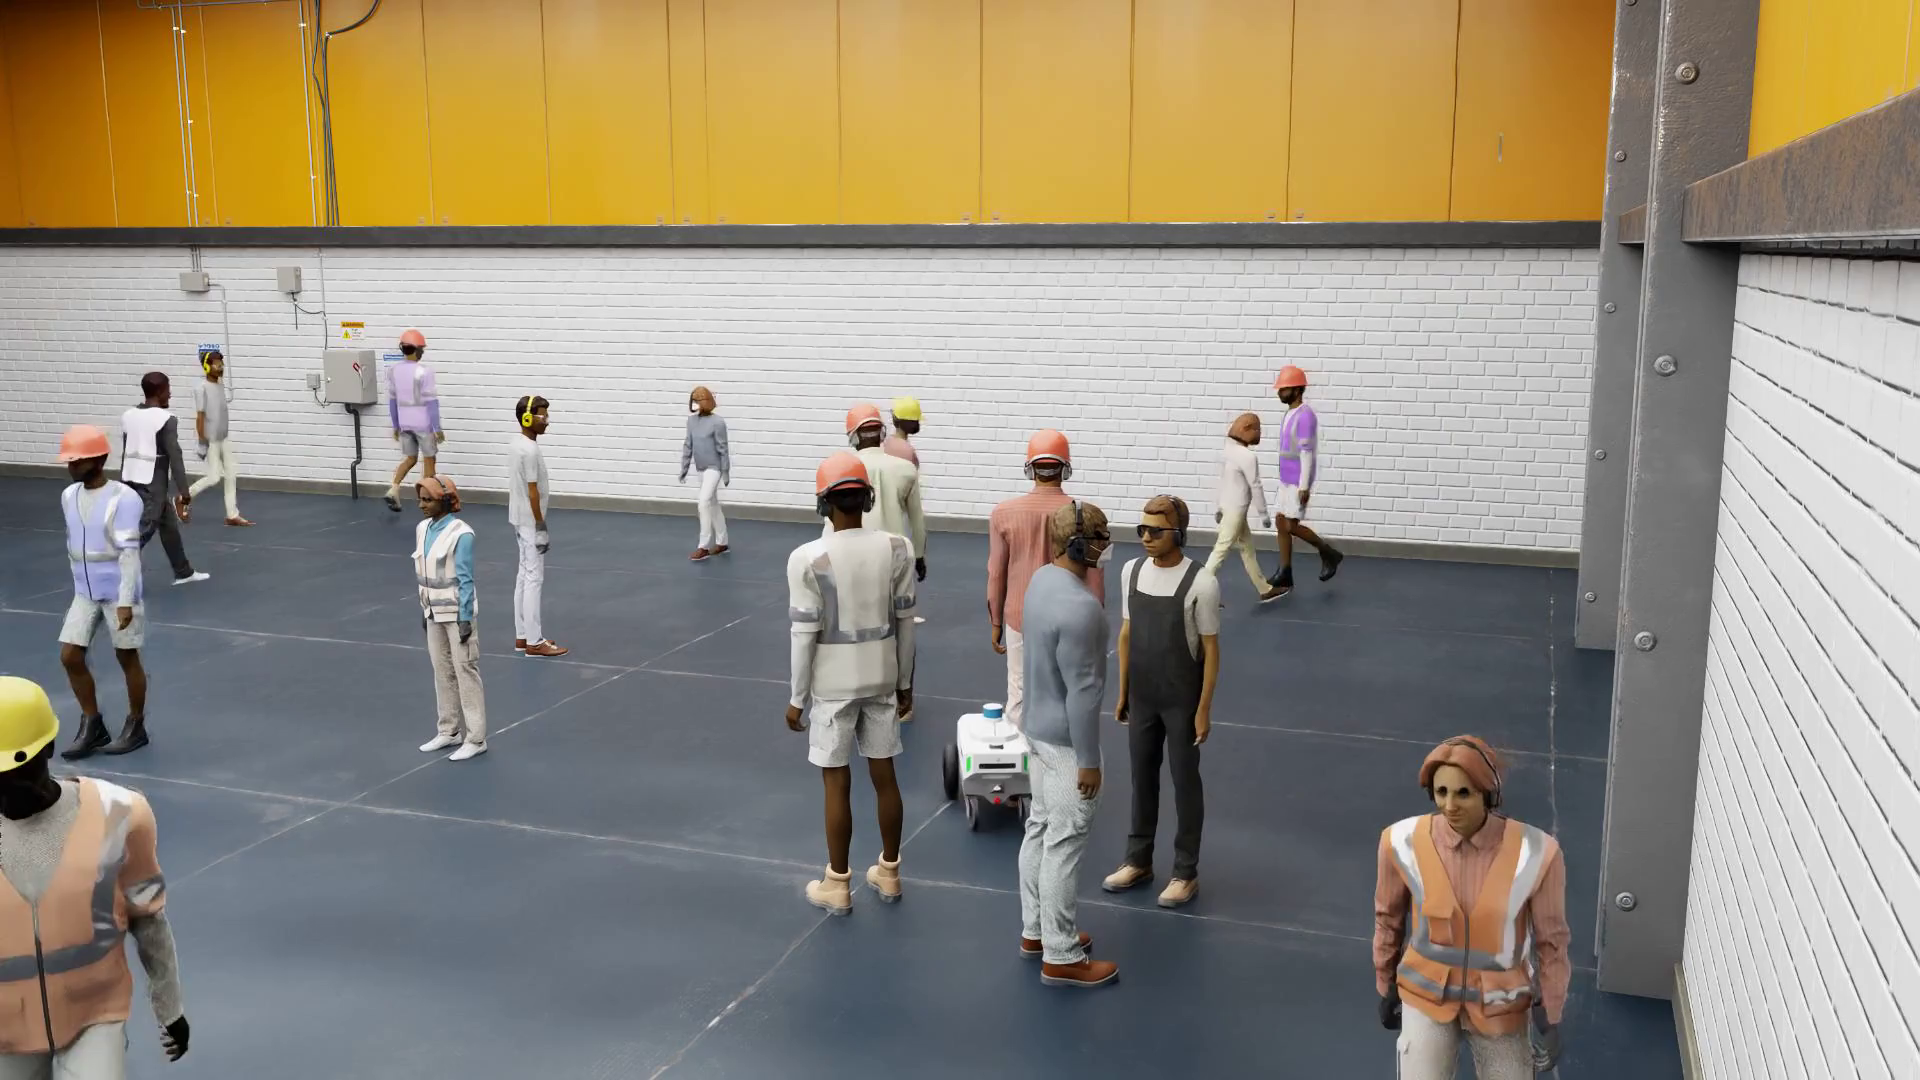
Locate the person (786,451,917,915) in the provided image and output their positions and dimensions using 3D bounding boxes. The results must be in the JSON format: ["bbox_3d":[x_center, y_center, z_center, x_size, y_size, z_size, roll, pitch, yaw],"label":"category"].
[{"bbox_3d":[-0.488,0.627,7.311,0.605,2.034,0.392,-6,12,-29],"label":"person"}]

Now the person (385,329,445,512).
[{"bbox_3d":[-5.868,-1.258,17.935,0.629,2.027,0.703,5,11,25],"label":"person"}]

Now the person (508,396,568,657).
[{"bbox_3d":[-3.048,-0.100,11.884,0.330,1.865,0.518,-5,11,-27],"label":"person"}]

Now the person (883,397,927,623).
[{"bbox_3d":[-0.449,-0.230,12.950,0.345,1.754,0.579,-4,11,-23],"label":"person"}]

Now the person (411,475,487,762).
[{"bbox_3d":[-2.922,0.439,9.506,0.504,1.631,0.311,9,13,41],"label":"person"}]

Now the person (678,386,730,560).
[{"bbox_3d":[-2.415,-0.622,15.526,0.503,1.609,0.716,10,14,44],"label":"person"}]

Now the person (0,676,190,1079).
[{"bbox_3d":[-2.413,1.224,4.417,0.630,1.880,0.929,-5,11,-27],"label":"person"}]

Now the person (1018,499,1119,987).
[{"bbox_3d":[0.422,0.795,6.630,0.356,1.938,0.633,-2,10,-13],"label":"person"}]

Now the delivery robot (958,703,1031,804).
[{"bbox_3d":[0.170,1.090,8.599,0.477,0.478,0.707,0,10,-3],"label":"delivery robot"}]

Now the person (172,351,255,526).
[{"bbox_3d":[-7.779,-1.039,17.238,0.725,1.851,0.516,1,10,4],"label":"person"}]

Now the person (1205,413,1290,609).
[{"bbox_3d":[2.282,-0.225,13.372,0.861,1.582,0.511,-1,10,-8],"label":"person"}]

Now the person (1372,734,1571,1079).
[{"bbox_3d":[1.450,1.294,4.749,0.531,1.608,0.582,4,11,20],"label":"person"}]

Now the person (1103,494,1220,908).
[{"bbox_3d":[0.910,0.706,7.395,0.505,1.846,0.347,9,13,41],"label":"person"}]

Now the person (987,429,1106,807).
[{"bbox_3d":[0.447,0.415,8.640,0.614,1.987,0.407,1,10,8],"label":"person"}]

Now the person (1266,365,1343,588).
[{"bbox_3d":[2.905,-0.525,14.116,0.601,1.917,0.562,-2,10,-10],"label":"person"}]

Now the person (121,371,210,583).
[{"bbox_3d":[-6.875,-0.484,14.051,0.603,1.874,0.985,6,12,31],"label":"person"}]

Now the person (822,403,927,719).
[{"bbox_3d":[-0.553,0.113,10.474,0.725,1.923,0.983,-4,11,-20],"label":"person"}]

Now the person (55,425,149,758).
[{"bbox_3d":[-4.890,0.309,9.420,0.560,1.915,0.614,3,10,14],"label":"person"}]
